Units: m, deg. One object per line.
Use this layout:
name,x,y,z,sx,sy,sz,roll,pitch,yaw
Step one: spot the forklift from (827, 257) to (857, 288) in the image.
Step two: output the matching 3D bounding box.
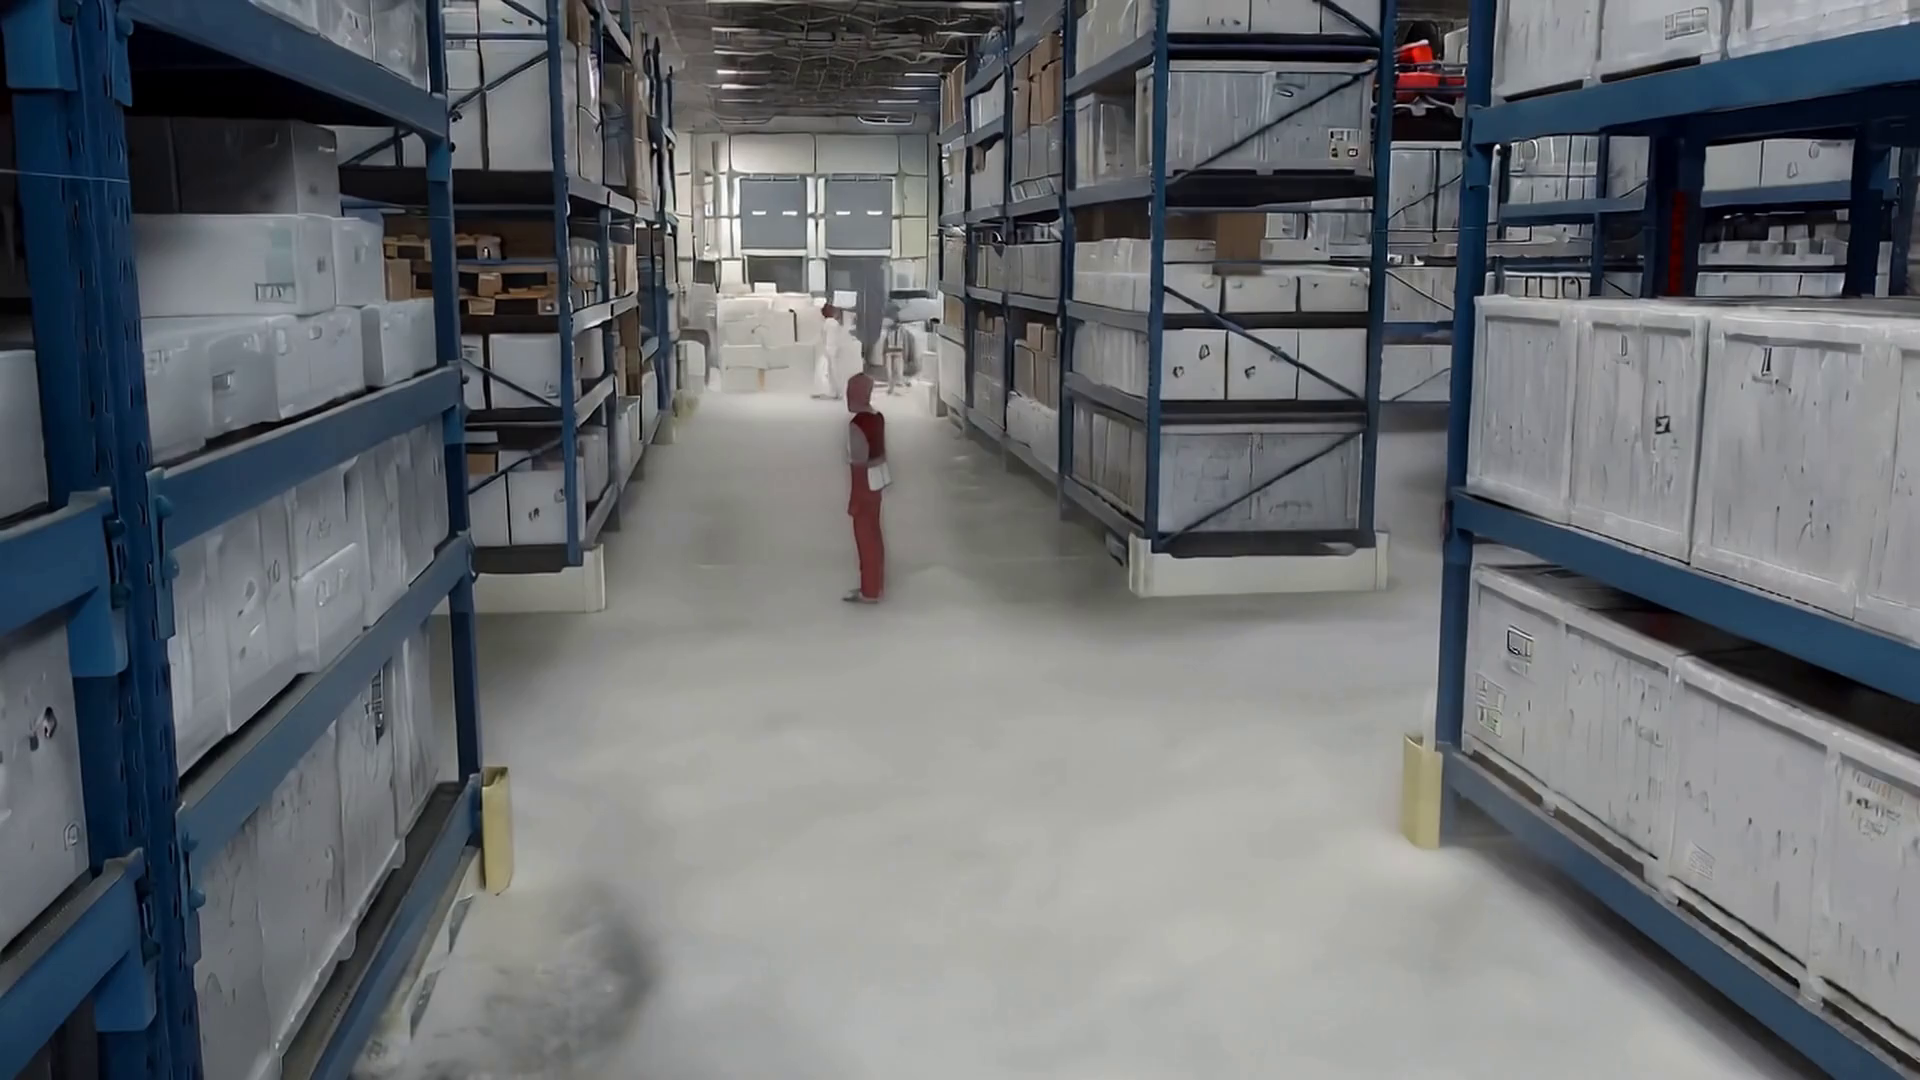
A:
forklift,-3.425,-6.810,48.214,1.129,2.768,1.873,-3,10,-16

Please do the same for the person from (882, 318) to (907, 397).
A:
person,-1.323,-3.699,33.768,0.534,1.615,0.389,4,10,21

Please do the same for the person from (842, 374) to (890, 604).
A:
person,-0.780,-0.420,13.805,0.375,1.917,0.599,2,10,13

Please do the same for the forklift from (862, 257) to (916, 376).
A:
forklift,-2.029,-5.320,39.539,1.873,2.768,1.129,-1,10,-8

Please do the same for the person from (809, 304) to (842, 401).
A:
person,-2.699,-3.696,32.896,0.812,1.906,0.652,0,10,1
